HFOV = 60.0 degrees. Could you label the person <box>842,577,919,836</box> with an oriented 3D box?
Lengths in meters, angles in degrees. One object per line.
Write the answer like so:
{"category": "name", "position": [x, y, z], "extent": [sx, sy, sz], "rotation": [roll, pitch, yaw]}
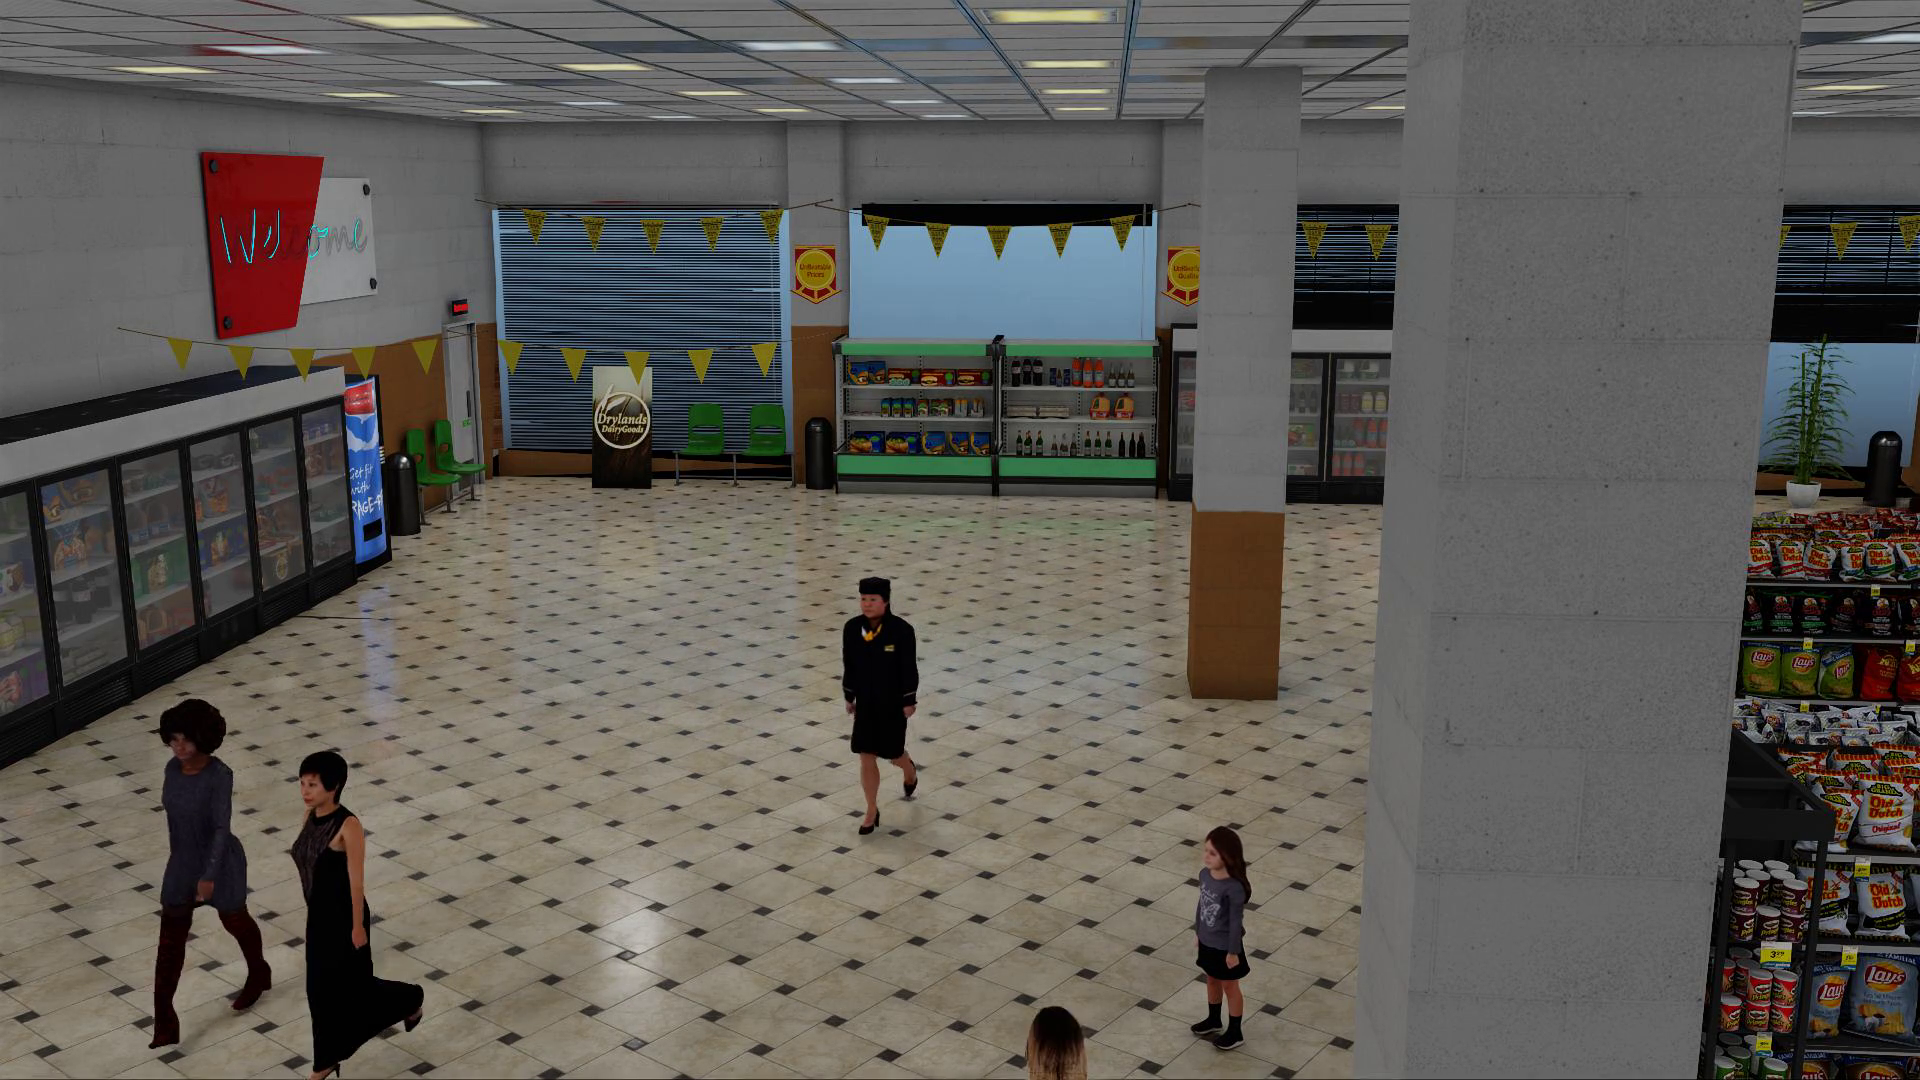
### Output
{"category": "person", "position": [-0.473, 1.053, 10.769], "extent": [0.979, 1.653, 0.923], "rotation": [5, 13, 22]}

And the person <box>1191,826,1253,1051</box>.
{"category": "person", "position": [1.271, 1.906, 8.051], "extent": [0.571, 1.105, 0.534], "rotation": [-7, 14, -29]}

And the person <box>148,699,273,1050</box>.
{"category": "person", "position": [-3.625, 1.591, 8.161], "extent": [1.024, 1.675, 0.811], "rotation": [4, 12, 17]}

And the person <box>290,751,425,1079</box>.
{"category": "person", "position": [-2.814, 1.735, 7.698], "extent": [0.922, 1.585, 0.894], "rotation": [8, 14, 34]}
